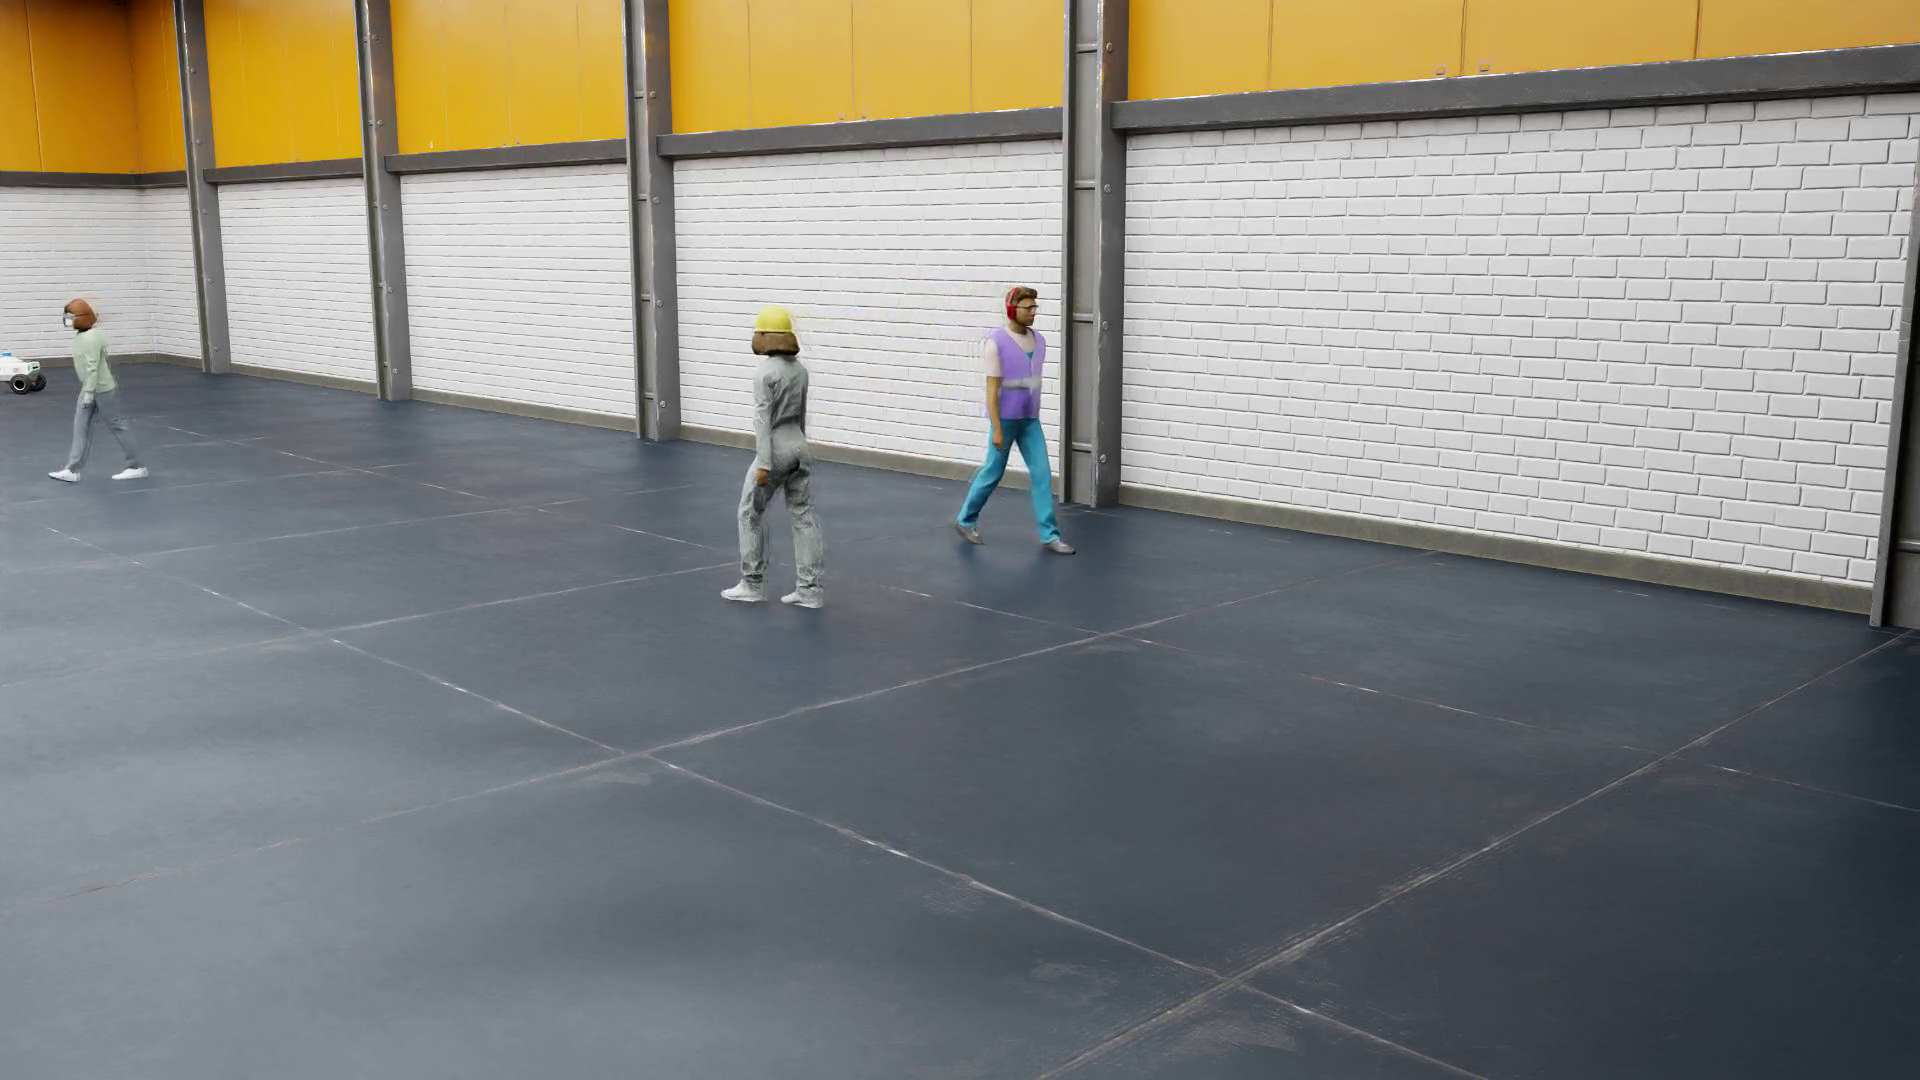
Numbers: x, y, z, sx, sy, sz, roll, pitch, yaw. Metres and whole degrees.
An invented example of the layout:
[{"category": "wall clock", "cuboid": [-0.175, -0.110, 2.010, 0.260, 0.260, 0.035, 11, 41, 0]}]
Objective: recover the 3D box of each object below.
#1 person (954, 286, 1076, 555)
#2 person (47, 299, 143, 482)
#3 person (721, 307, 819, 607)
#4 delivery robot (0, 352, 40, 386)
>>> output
[{"category": "person", "cuboid": [0.339, -0.818, 11.283, 0.960, 1.801, 0.585, 10, 14, 44]}, {"category": "person", "cuboid": [-7.495, -1.280, 14.332, 0.518, 1.583, 0.804, 9, 14, 42]}, {"category": "person", "cuboid": [-1.102, -0.475, 9.589, 0.714, 1.716, 0.516, 7, 12, 32]}, {"category": "delivery robot", "cuboid": [-12.855, -2.297, 22.471, 0.707, 0.478, 0.477, -1, 10, -5]}]
